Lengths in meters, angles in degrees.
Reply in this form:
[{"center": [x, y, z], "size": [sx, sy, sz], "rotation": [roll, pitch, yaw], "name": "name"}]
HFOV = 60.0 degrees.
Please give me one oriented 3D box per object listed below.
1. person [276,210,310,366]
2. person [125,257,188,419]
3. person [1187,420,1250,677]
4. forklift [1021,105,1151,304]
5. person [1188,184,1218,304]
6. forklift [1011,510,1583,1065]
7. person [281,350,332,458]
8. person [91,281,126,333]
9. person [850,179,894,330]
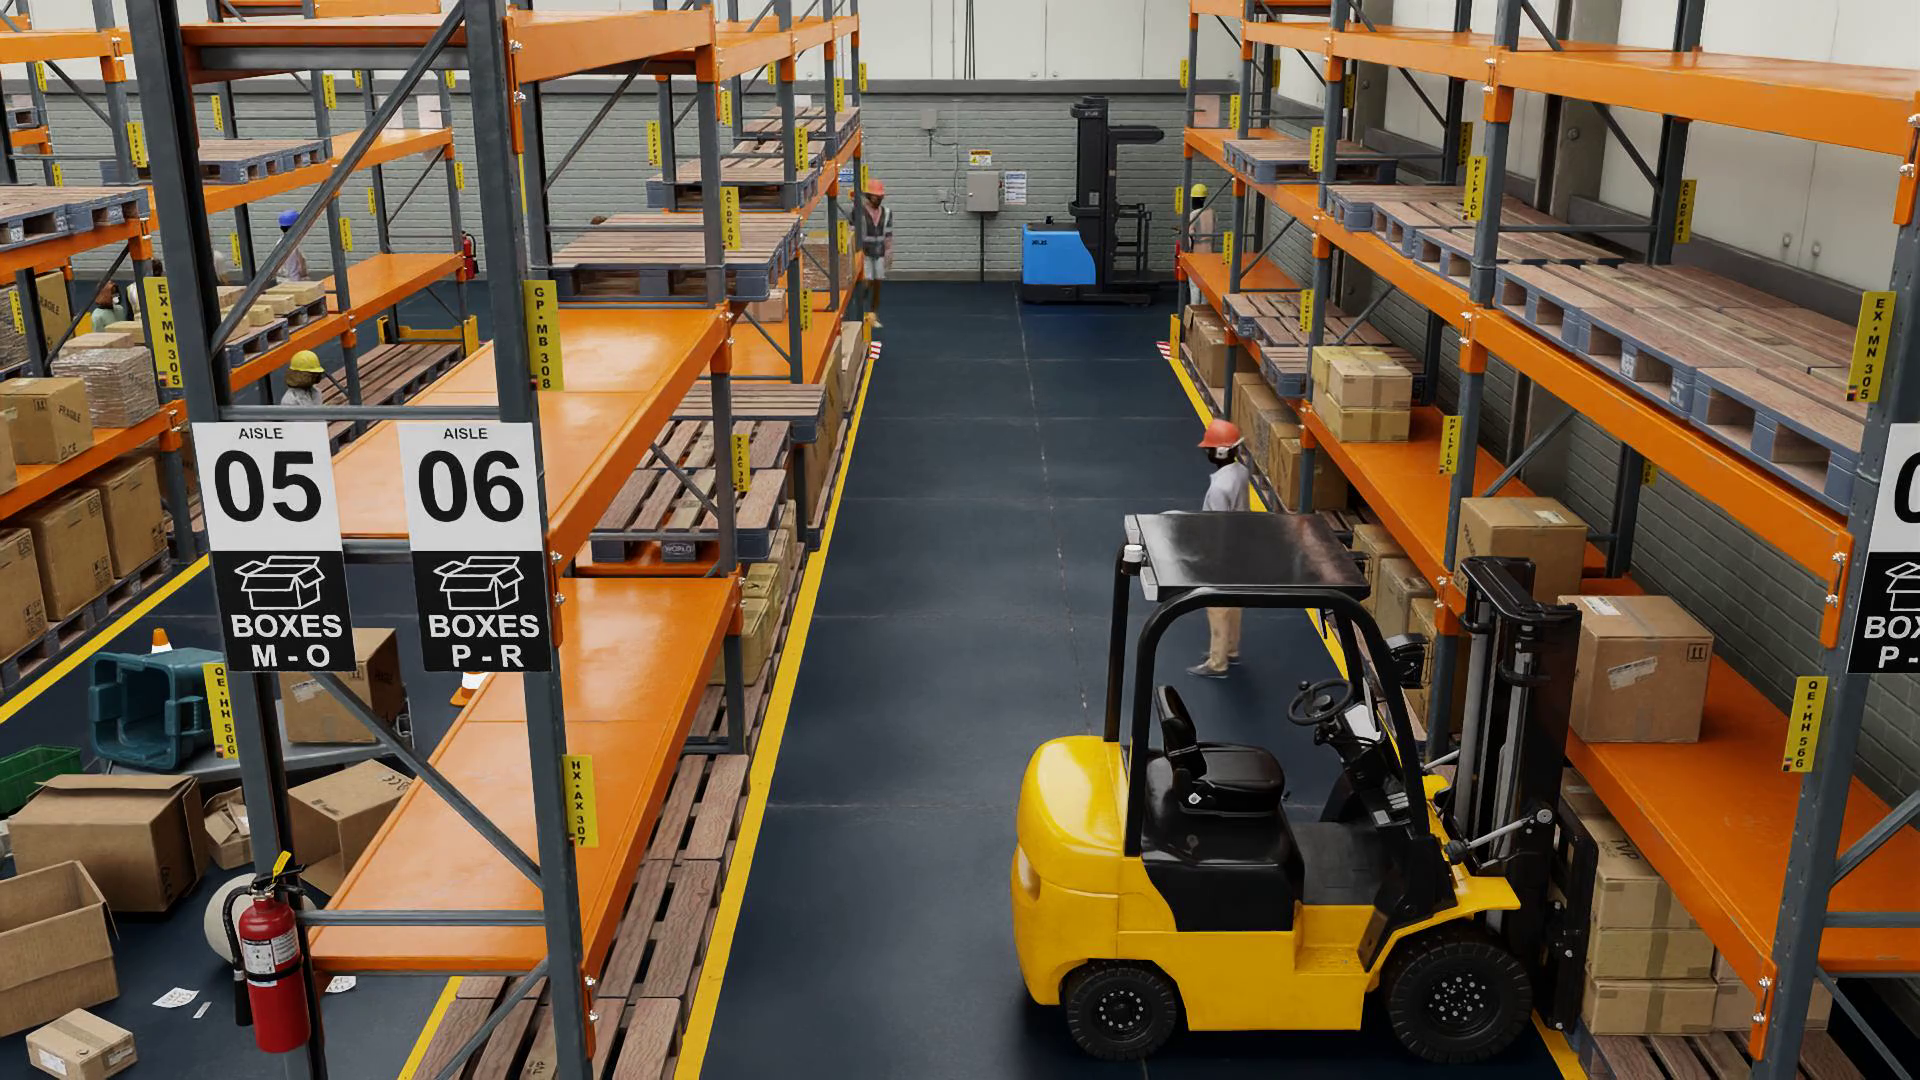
[{"center": [-7.960, -2.968, 19.927], "size": [0.406, 1.947, 0.607], "rotation": [-10, 21, -29], "name": "person"}, {"center": [-8.256, -2.015, 17.220], "size": [0.624, 1.841, 0.430], "rotation": [-4, 19, -11], "name": "person"}, {"center": [1.734, 0.052, 11.120], "size": [0.349, 1.742, 0.558], "rotation": [8, 20, 22], "name": "person"}, {"center": [1.857, -4.944, 24.441], "size": [1.873, 2.768, 1.129], "rotation": [0, 18, 0], "name": "forklift"}, {"center": [3.251, -3.887, 22.735], "size": [0.585, 1.929, 0.370], "rotation": [-16, 24, -40], "name": "person"}, {"center": [1.387, 1.055, 7.378], "size": [2.313, 2.155, 1.214], "rotation": [0, 18, 0], "name": "forklift"}, {"center": [-5.163, -0.659, 13.294], "size": [0.321, 1.734, 0.488], "rotation": [4, 19, 11], "name": "person"}, {"center": [-8.652, -1.847, 17.047], "size": [0.279, 1.624, 0.494], "rotation": [2, 18, 6], "name": "person"}, {"center": [-1.180, -3.843, 22.441], "size": [0.654, 2.028, 0.456], "rotation": [-10, 21, -28], "name": "person"}]
